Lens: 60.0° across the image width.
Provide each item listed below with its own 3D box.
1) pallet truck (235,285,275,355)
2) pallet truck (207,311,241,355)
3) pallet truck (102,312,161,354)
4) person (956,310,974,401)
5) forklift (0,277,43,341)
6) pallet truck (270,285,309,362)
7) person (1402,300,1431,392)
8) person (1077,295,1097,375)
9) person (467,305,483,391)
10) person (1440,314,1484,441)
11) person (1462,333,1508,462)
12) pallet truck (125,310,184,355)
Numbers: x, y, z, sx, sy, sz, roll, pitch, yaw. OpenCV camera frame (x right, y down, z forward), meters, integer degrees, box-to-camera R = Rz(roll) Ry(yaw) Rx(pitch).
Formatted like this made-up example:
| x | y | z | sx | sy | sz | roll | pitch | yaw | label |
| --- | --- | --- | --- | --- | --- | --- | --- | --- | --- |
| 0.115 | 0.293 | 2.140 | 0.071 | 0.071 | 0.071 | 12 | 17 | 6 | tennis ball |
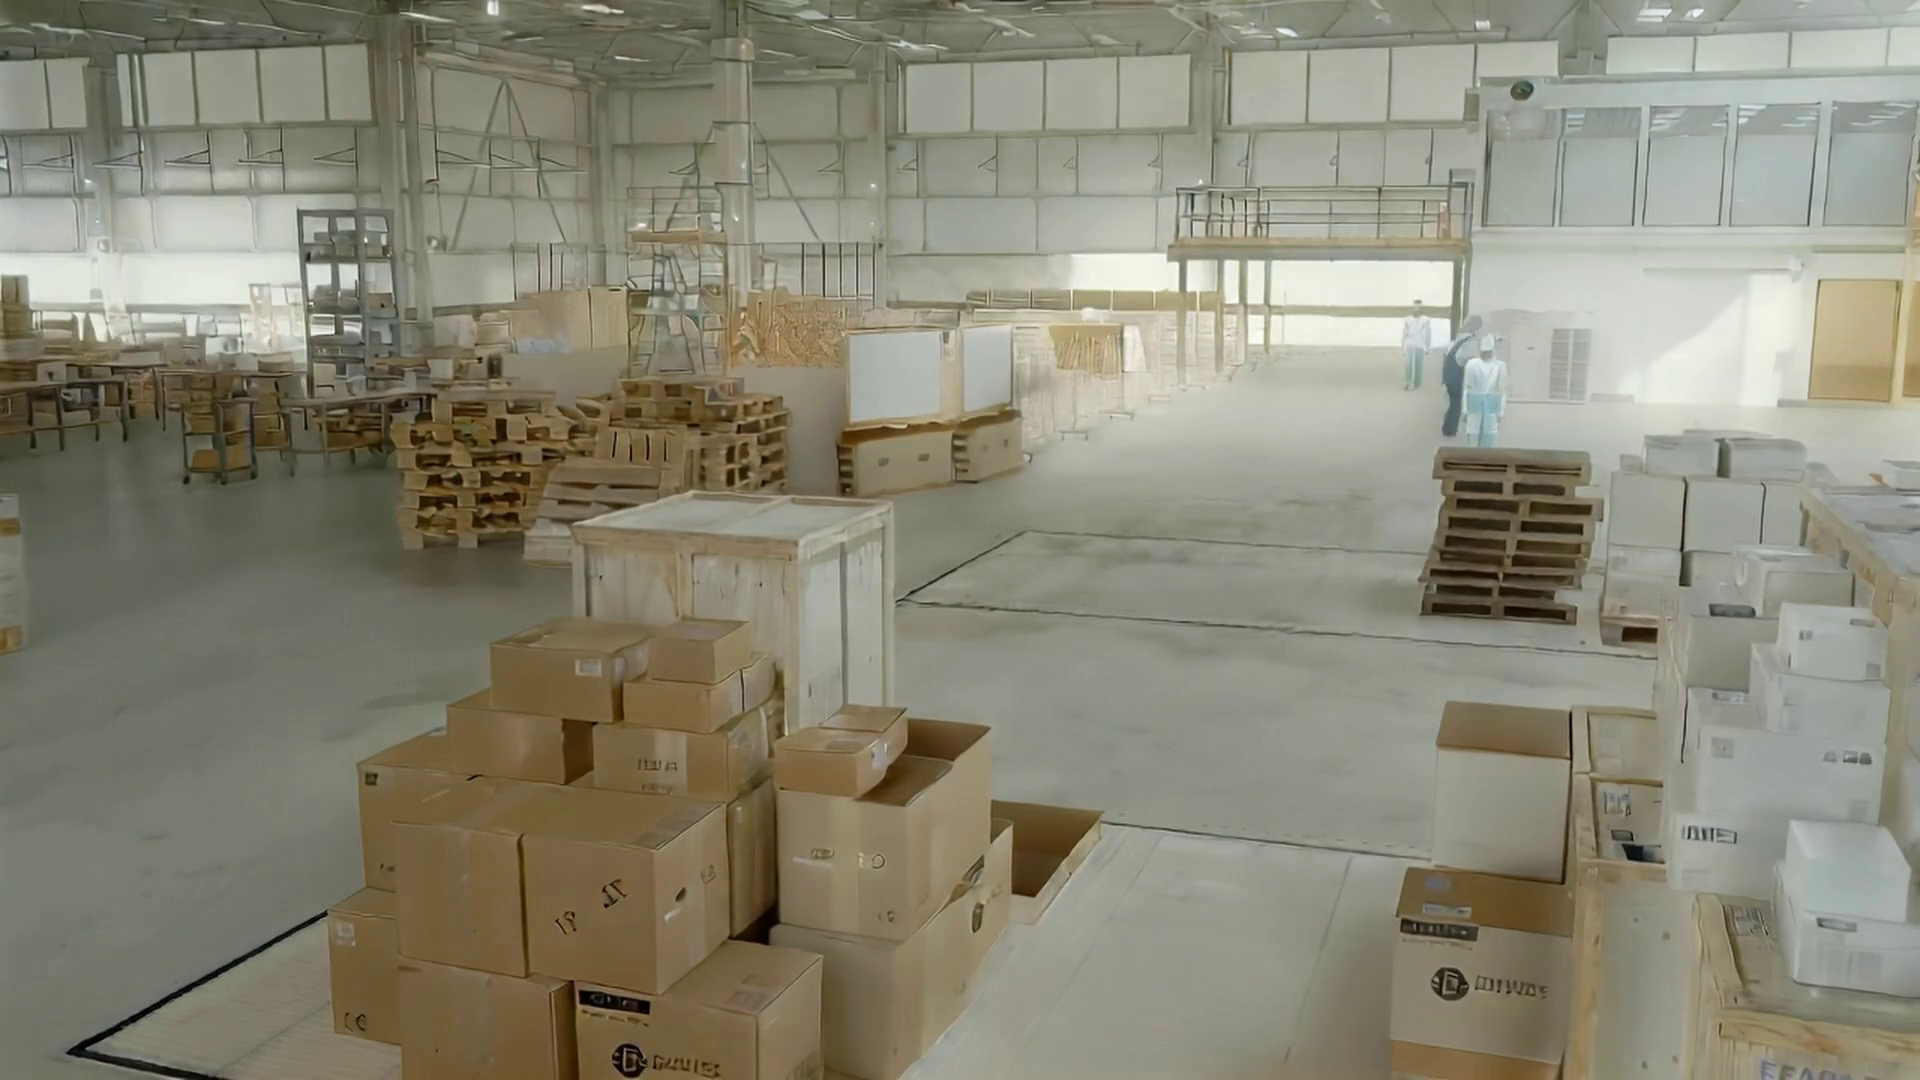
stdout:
| x | y | z | sx | sy | sz | roll | pitch | yaw | label |
| --- | --- | --- | --- | --- | --- | --- | --- | --- | --- |
| -18.327 | -5.835 | 44.421 | 0.823 | 1.965 | 1.885 | 4 | 11 | 23 | pallet truck |
| -19.537 | -5.575 | 44.913 | 0.653 | 1.274 | 1.630 | 3 | 11 | 19 | pallet truck |
| -23.057 | -5.777 | 46.261 | 0.680 | 1.201 | 1.601 | 3 | 11 | 19 | pallet truck |
| 0.110 | -3.603 | 32.529 | 0.335 | 1.761 | 0.519 | -2 | 10 | -12 | person |
| -27.151 | -6.329 | 46.328 | 1.157 | 1.987 | 2.680 | 3 | 11 | 17 | forklift |
| -17.147 | -5.700 | 43.663 | 0.823 | 1.965 | 1.885 | 3 | 11 | 17 | pallet truck |
| 9.423 | -3.999 | 34.382 | 0.605 | 1.880 | 0.947 | 4 | 11 | 20 | person |
| 2.943 | -4.750 | 38.695 | 0.619 | 1.866 | 0.598 | -5 | 11 | -25 | person |
| -9.635 | -3.739 | 33.038 | 0.448 | 1.855 | 0.511 | -6 | 12 | -29 | person |
| 7.840 | -2.540 | 25.747 | 0.879 | 2.000 | 0.746 | -3 | 10 | -16 | person |
| 6.628 | -1.648 | 21.036 | 0.543 | 1.928 | 0.374 | 2 | 10 | 13 | person |
| -22.038 | -5.665 | 45.457 | 0.704 | 1.261 | 1.522 | 3 | 11 | 17 | pallet truck |
